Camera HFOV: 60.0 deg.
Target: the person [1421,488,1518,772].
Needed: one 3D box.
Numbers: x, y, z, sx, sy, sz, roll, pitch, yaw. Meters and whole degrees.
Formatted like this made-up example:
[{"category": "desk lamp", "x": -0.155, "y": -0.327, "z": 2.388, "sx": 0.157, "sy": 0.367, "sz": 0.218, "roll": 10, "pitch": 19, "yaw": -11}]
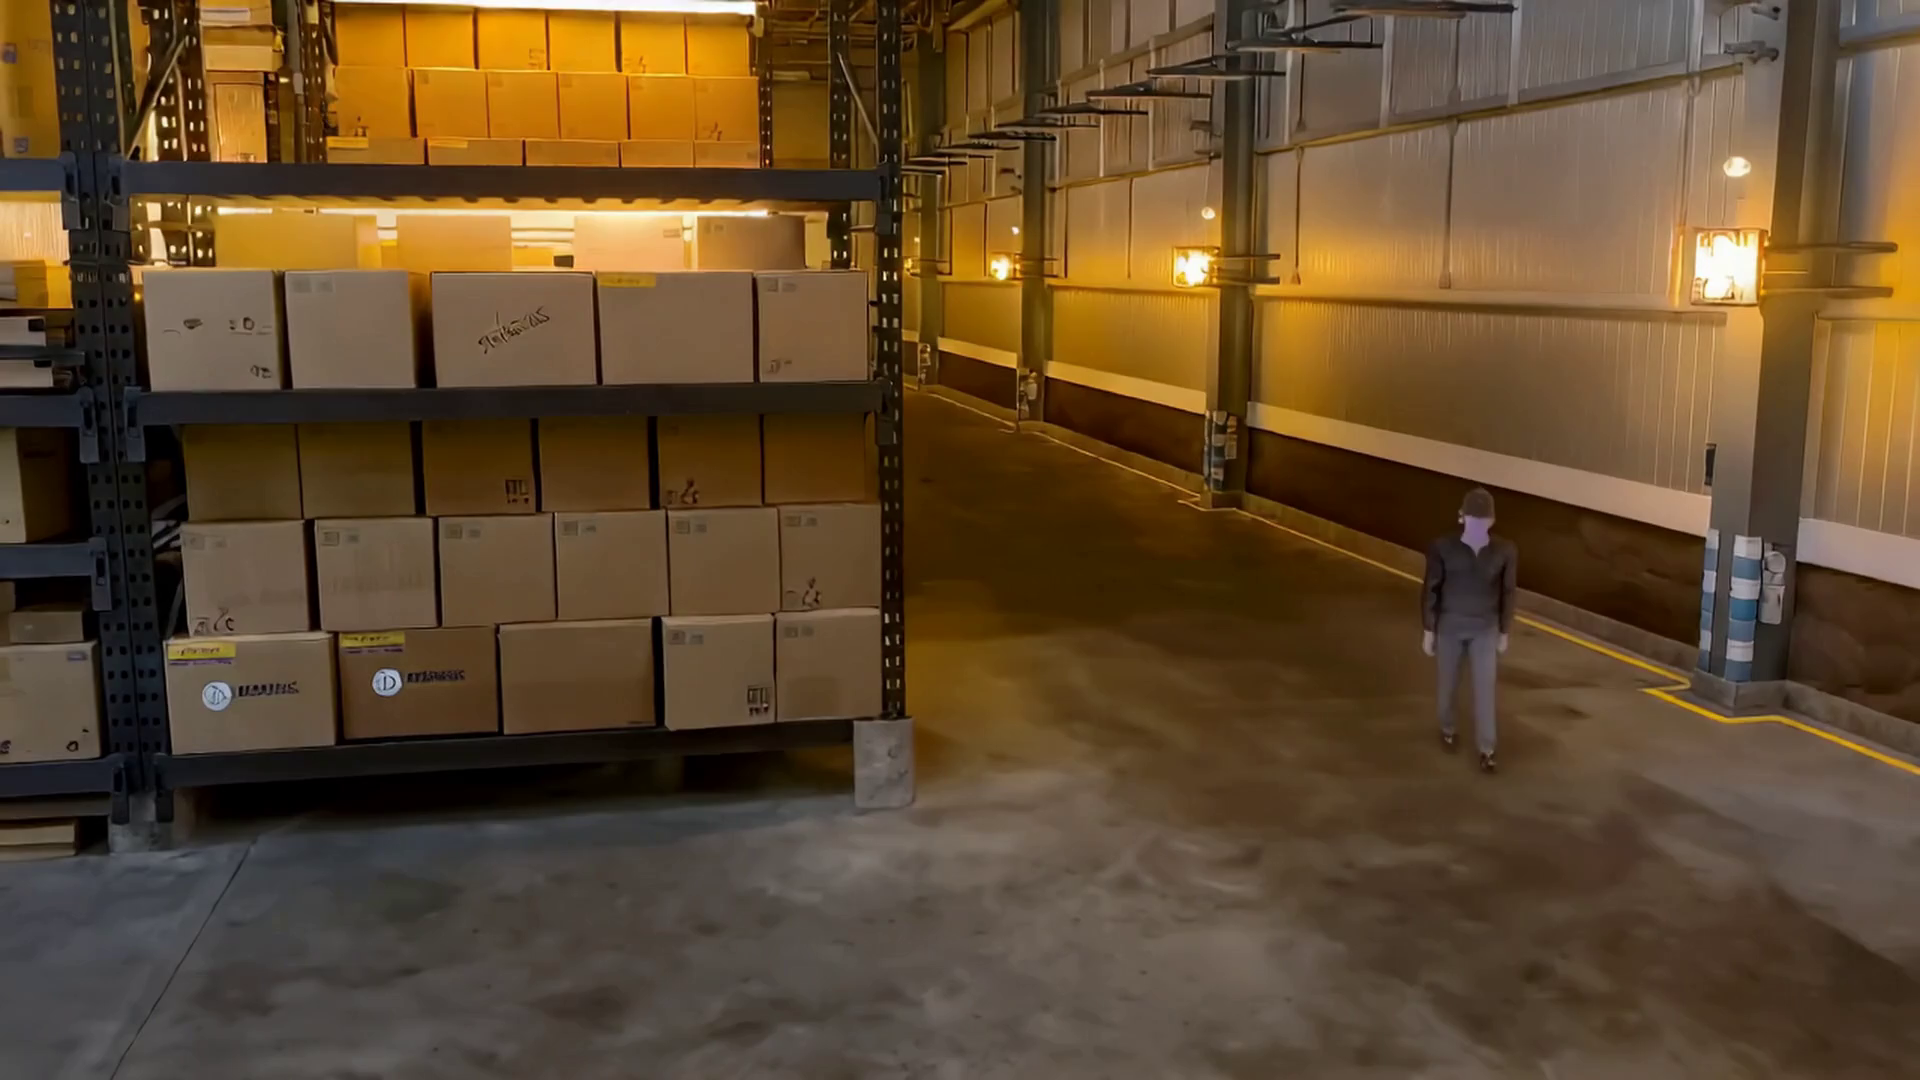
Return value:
[{"category": "person", "x": 3.097, "y": 0.529, "z": 10.137, "sx": 0.573, "sy": 1.702, "sz": 0.884, "roll": 2, "pitch": 9, "yaw": 11}]
